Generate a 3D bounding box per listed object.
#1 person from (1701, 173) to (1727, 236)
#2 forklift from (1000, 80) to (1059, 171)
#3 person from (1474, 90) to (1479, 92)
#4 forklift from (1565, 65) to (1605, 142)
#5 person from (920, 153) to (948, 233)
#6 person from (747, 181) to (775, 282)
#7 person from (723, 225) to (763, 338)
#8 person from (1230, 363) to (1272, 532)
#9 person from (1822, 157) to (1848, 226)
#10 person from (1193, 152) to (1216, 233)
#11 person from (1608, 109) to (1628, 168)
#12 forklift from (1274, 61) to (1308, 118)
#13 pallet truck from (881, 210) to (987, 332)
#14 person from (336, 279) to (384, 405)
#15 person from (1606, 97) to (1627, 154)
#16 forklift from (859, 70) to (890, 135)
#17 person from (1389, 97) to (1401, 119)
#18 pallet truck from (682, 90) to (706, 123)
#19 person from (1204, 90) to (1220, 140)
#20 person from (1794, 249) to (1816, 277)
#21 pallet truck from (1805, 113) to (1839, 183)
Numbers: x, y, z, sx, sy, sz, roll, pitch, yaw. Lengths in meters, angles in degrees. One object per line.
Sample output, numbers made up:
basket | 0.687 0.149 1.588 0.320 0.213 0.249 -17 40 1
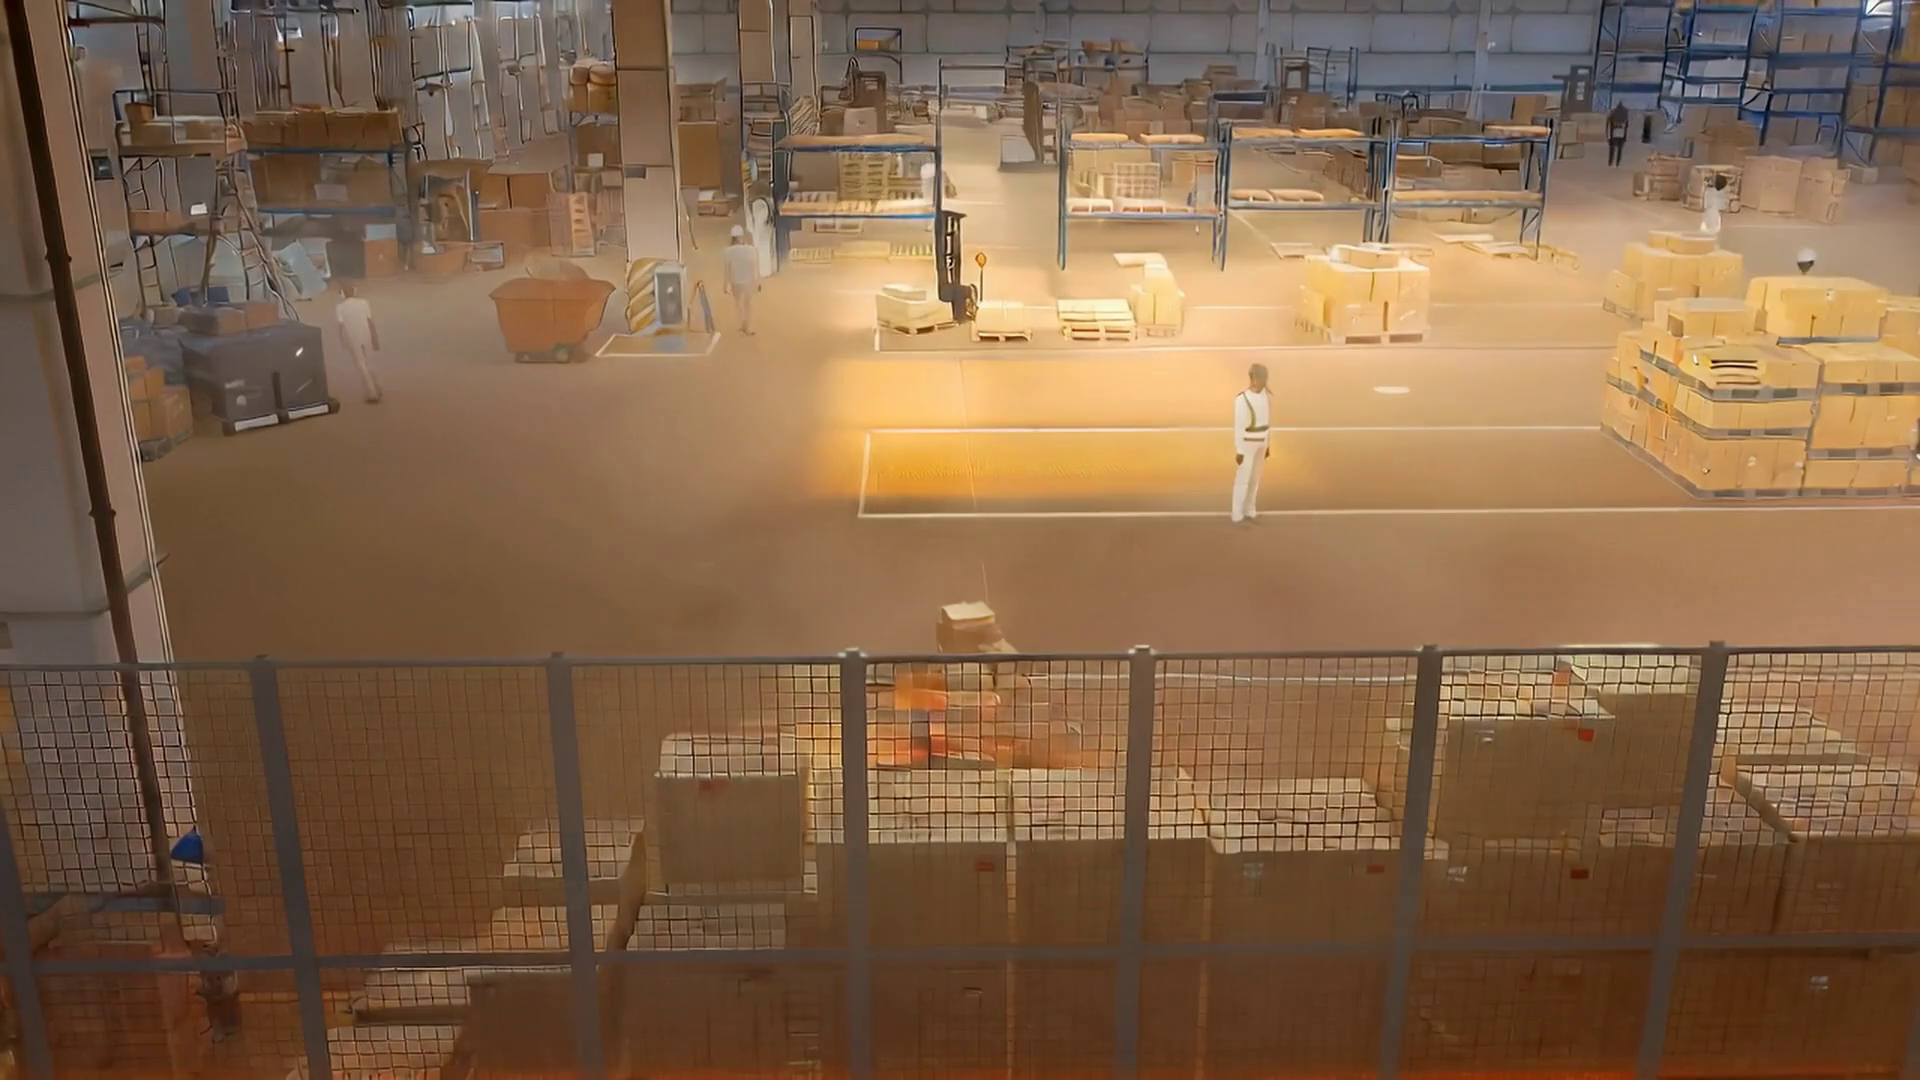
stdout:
person | 16.156 -6.876 35.700 0.378 1.958 0.606 -5 19 -14
forklift | 2.239 -13.269 53.236 1.873 2.768 1.129 -1 19 -2
person | 19.549 -16.105 63.154 0.553 1.914 0.827 11 21 29
forklift | 23.458 -16.564 63.011 1.129 2.768 1.873 -9 21 -25
person | -0.617 -8.456 40.491 1.022 1.880 0.654 -17 25 -41
person | -4.072 -6.284 33.808 0.535 2.000 0.674 7 20 19
person | -3.723 -4.442 28.545 0.680 1.902 0.549 -1 19 -2
person | 3.249 -1.037 18.482 0.584 1.882 0.337 -17 25 -42
person | 21.876 -8.694 41.499 0.533 1.690 0.321 -9 21 -26
person | 5.942 -8.396 40.228 0.636 1.939 0.364 -1 19 -2
person | 21.407 -13.078 54.168 0.593 1.912 0.387 1 19 4
forklift | 13.221 -17.590 66.052 1.129 2.768 1.873 -1 19 -1
pallet truck | -0.493 -4.759 29.349 1.885 1.965 0.823 -13 23 -34
person | -8.625 -2.823 23.853 0.450 1.836 0.520 12 22 32
person | 23.177 -14.616 58.636 0.608 1.970 0.899 -5 19 -13
forklift | -3.114 -15.259 59.139 1.129 2.768 1.873 2 19 5
person | 15.660 -15.139 60.400 0.629 1.837 0.429 -9 20 -24
pallet truck | -9.671 -15.907 62.421 0.823 1.965 1.885 5 19 15
person | 9.553 -16.108 63.112 0.629 1.936 0.371 15 23 37
person | 13.245 -3.603 26.055 0.808 1.918 0.548 7 20 21
pallet truck | 26.403 -11.957 50.702 0.823 1.965 1.885 6 19 16
